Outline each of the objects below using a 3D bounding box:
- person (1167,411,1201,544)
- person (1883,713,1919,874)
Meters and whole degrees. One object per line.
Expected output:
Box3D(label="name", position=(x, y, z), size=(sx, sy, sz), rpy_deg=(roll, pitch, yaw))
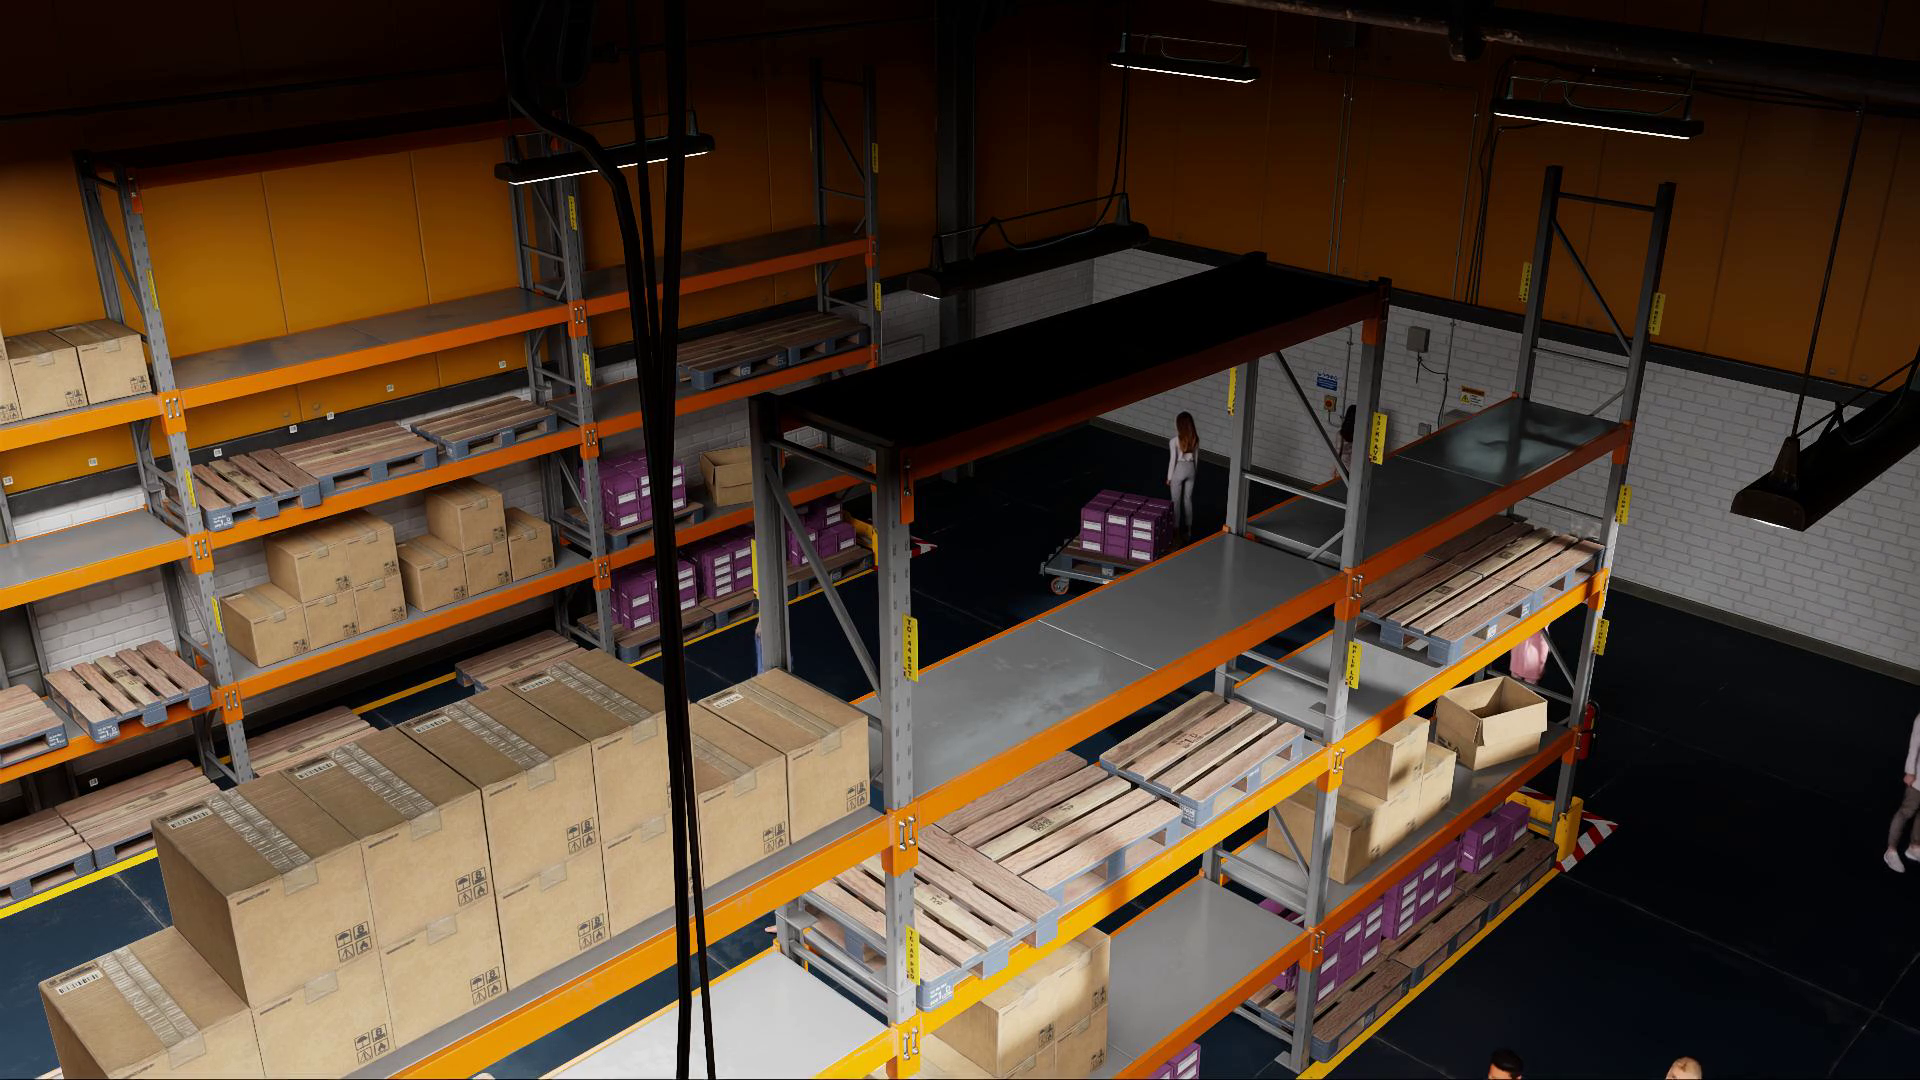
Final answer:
Box3D(label="person", position=(2.811, -0.782, 20.954), size=(0.570, 1.769, 0.702), rpy_deg=(-11, 26, -24))
Box3D(label="person", position=(8.427, 2.016, 14.464), size=(0.699, 1.841, 0.813), rpy_deg=(-5, 24, -11))
